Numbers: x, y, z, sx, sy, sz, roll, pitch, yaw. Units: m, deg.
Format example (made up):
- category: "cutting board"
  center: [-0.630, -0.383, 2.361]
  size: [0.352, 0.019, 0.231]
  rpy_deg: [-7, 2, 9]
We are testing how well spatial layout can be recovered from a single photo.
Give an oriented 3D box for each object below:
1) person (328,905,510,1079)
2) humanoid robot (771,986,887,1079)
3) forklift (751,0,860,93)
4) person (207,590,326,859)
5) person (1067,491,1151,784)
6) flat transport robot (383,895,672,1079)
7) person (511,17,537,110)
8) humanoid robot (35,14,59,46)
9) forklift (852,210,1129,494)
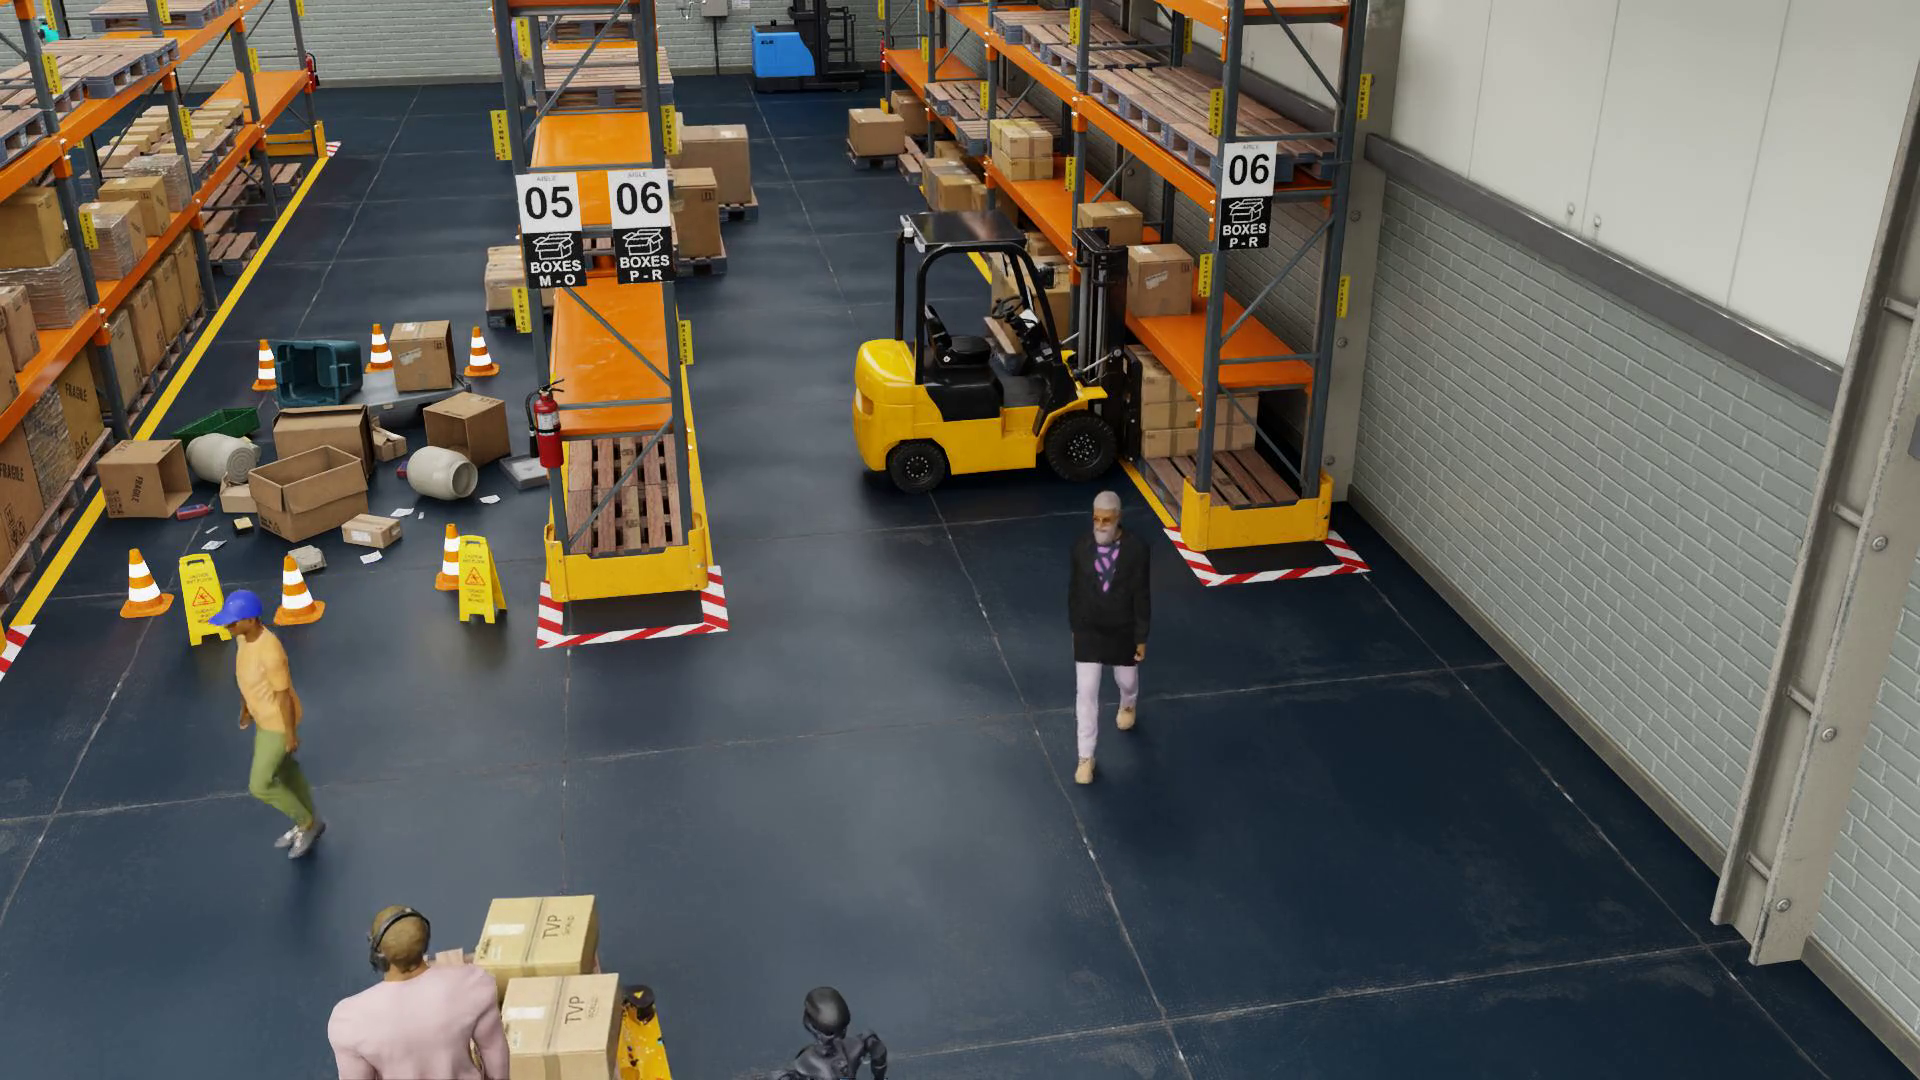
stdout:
- category: "person"
  center: [-2.074, 2.236, 6.545]
  size: [0.635, 1.939, 0.364]
  rpy_deg: [-13, 28, -25]
- category: "humanoid robot"
  center: [-0.530, 2.415, 6.470]
  size: [0.583, 1.653, 0.340]
  rpy_deg: [-18, 31, -33]
- category: "forklift"
  center: [-2.872, -9.679, 30.288]
  size: [1.873, 2.768, 1.129]
  rpy_deg: [-5, 26, -10]
- category: "person"
  center: [-3.880, 1.032, 9.325]
  size: [0.413, 1.705, 0.462]
  rpy_deg: [-18, 31, -33]
- category: "person"
  center: [0.917, 0.522, 10.235]
  size: [0.530, 1.831, 0.848]
  rpy_deg: [5, 26, 11]
- category: "flat transport robot"
  center: [-2.127, 2.518, 7.885]
  size: [1.431, 0.231, 0.659]
  rpy_deg: [-8, 27, -16]
- category: "person"
  center: [-7.569, -8.344, 28.773]
  size: [0.746, 1.775, 0.619]
  rpy_deg: [-8, 27, -16]
- category: "humanoid robot"
  center: [-14.879, -7.963, 28.053]
  size: [0.993, 1.756, 0.599]
  rpy_deg: [3, 26, 5]
- category: "forklift"
  center: [0.216, -1.659, 14.366]
  size: [2.313, 2.155, 1.214]
  rpy_deg: [-5, 26, -10]
